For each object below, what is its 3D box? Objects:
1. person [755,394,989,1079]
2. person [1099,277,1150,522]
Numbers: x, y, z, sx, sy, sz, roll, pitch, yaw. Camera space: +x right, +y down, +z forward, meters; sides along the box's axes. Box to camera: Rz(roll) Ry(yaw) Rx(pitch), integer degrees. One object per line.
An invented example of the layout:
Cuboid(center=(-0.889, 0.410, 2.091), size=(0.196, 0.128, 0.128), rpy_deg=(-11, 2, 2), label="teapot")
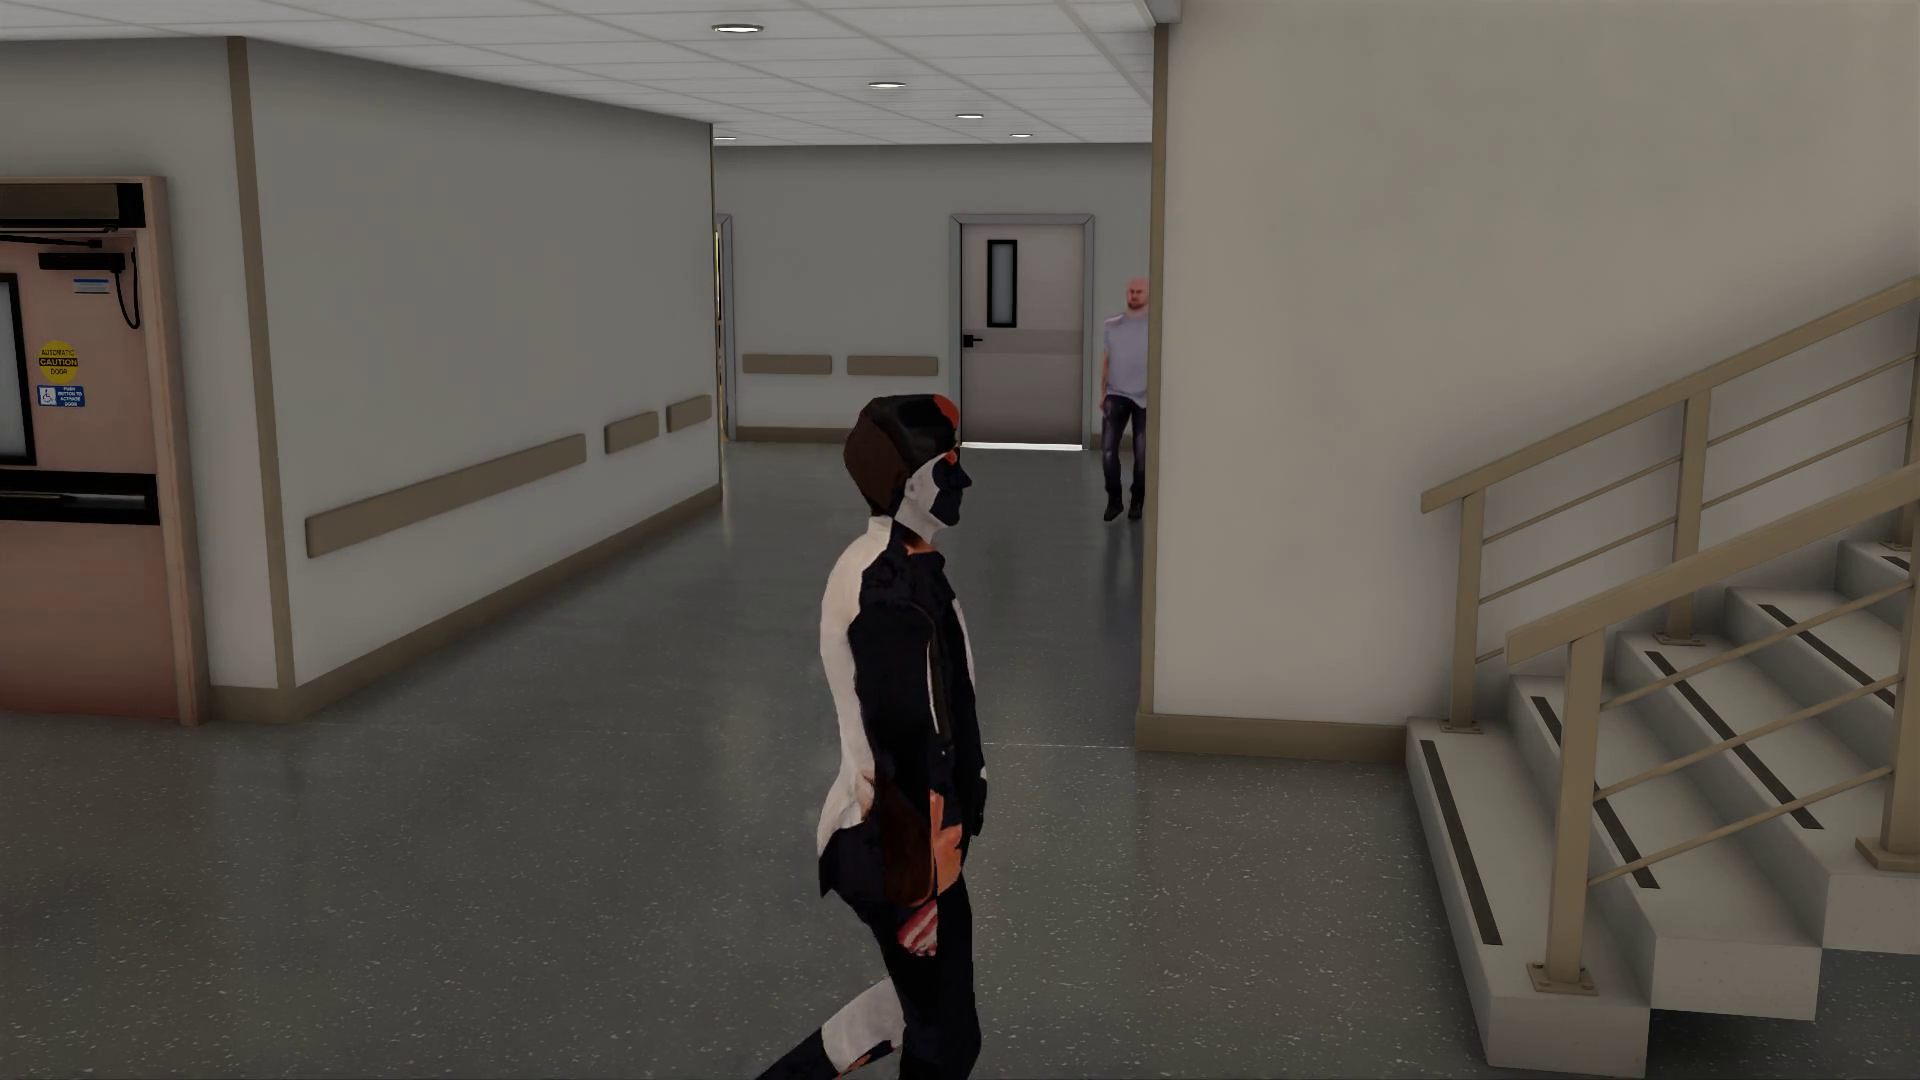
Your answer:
Cuboid(center=(-0.202, 0.646, 3.414), size=(1.039, 1.877, 0.837), rpy_deg=(-1, 11, -4), label="person")
Cuboid(center=(1.323, -1.065, 12.585), size=(0.659, 1.819, 0.778), rpy_deg=(3, 11, 14), label="person")
